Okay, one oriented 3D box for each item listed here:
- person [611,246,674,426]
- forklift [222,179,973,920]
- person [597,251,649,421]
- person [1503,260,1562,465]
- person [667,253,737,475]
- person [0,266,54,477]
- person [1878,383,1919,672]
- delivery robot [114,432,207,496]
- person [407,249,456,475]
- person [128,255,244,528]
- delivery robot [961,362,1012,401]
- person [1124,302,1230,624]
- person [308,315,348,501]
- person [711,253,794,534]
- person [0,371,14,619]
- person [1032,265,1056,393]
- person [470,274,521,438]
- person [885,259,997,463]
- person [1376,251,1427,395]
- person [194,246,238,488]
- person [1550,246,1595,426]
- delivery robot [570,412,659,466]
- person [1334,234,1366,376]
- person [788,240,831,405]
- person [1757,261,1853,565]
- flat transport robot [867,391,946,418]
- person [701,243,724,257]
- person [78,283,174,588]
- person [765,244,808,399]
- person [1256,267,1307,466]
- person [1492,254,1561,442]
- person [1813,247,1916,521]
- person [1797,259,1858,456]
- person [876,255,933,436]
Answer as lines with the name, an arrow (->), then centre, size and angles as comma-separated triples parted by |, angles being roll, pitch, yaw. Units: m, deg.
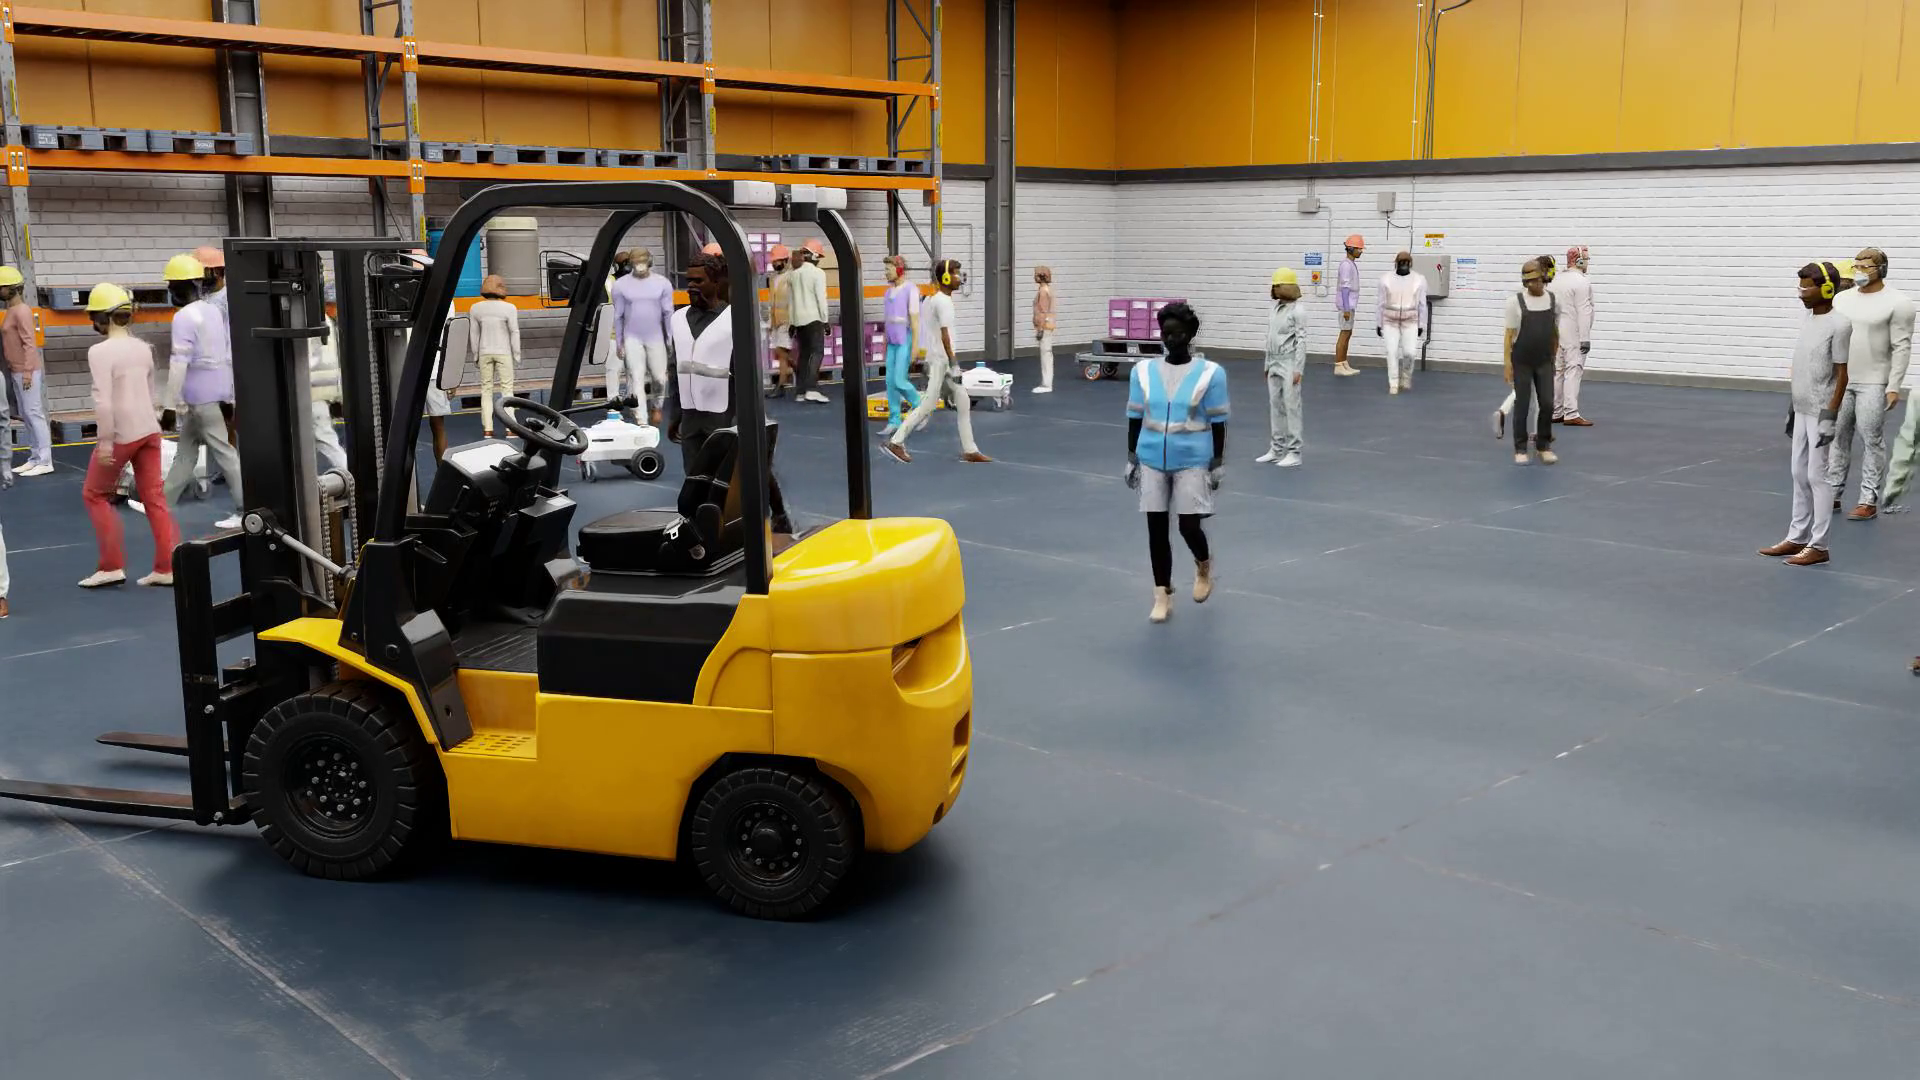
person -> -3.240, -2.053, 17.070 | 0.640, 1.920, 0.690 | -2, 11, -12
forklift -> -1.114, -0.058, 5.440 | 2.313, 2.155, 1.214 | 2, 11, 13
person -> -3.679, -2.236, 18.277 | 0.627, 1.847, 0.428 | -9, 14, -42
person -> 5.002, -1.542, 14.590 | 0.532, 1.804, 0.488 | 0, 10, -1
person -> -1.503, -0.738, 9.902 | 0.593, 1.920, 0.335 | 6, 12, 28
person -> -7.927, -1.416, 14.021 | 0.329, 1.765, 0.533 | -8, 13, -38
person -> 4.582, -0.192, 7.773 | 0.658, 1.607, 0.505 | -3, 11, -14
delivery robot -> -6.073, -0.590, 12.560 | 0.477, 0.478, 0.707 | 6, 12, 29
person -> -4.137, -1.273, 12.766 | 0.544, 1.939, 0.354 | -3, 11, -17
person -> -5.315, -0.998, 11.415 | 0.954, 1.876, 0.612 | -1, 10, -5
delivery robot -> 0.238, -1.820, 19.270 | 0.707, 0.478, 0.477 | 4, 11, 20
person -> 1.141, -0.410, 8.757 | 0.539, 1.683, 0.444 | 5, 11, 24
person -> -4.820, -1.075, 12.158 | 0.955, 1.767, 0.602 | 0, 10, -1
person -> -1.520, -0.864, 10.615 | 1.029, 1.913, 0.622 | -6, 12, -29
person -> -5.247, -0.382, 8.733 | 0.500, 1.634, 0.286 | -3, 11, -14
person -> 1.081, -2.709, 21.417 | 0.312, 1.637, 0.521 | 1, 10, 6
person -> -4.634, -1.829, 16.630 | 0.503, 1.631, 0.282 | 1, 10, 8
person -> -0.206, -1.577, 14.777 | 0.972, 1.828, 0.518 | 2, 11, 8
person -> 5.617, -2.766, 21.231 | 0.625, 1.830, 0.461 | 3, 11, 14
person -> -5.938, -1.382, 13.367 | 0.553, 1.934, 0.375 | 8, 13, 39
person -> 6.555, -2.176, 17.776 | 0.409, 1.909, 0.641 | -2, 11, -11
delivery robot -> -2.877, -0.824, 13.838 | 0.707, 0.478, 0.477 | -4, 11, -21
person -> 5.627, -3.376, 23.993 | 0.410, 2.032, 0.608 | 4, 11, 20
person -> -1.816, -2.619, 20.061 | 0.599, 1.961, 0.848 | -9, 14, -41
person -> 5.239, -0.771, 10.236 | 0.328, 1.865, 0.520 | 0, 10, 0
flat transport robot -> -0.683, -1.543, 18.788 | 0.652, 0.197, 1.431 | 3, 11, 18
person -> -2.580, -2.134, 17.458 | 0.365, 1.939, 0.542 | -5, 12, -26
person -> -4.826, -0.583, 9.508 | 0.645, 1.742, 0.554 | 2, 11, 11
person -> -2.153, -2.729, 20.799 | 0.548, 1.914, 0.716 | 10, 14, 44
person -> 2.844, -1.523, 14.661 | 0.321, 1.743, 0.492 | -5, 11, -24
person -> 5.535, -1.845, 16.147 | 0.712, 1.845, 0.525 | -7, 12, -32
person -> 6.431, -1.111, 11.878 | 0.370, 1.941, 0.627 | -6, 12, -29
person -> 7.756, -1.575, 14.739 | 0.621, 1.811, 0.485 | 4, 11, 19
person -> -0.594, -1.957, 16.803 | 0.520, 1.821, 0.593 | -6, 12, -31
